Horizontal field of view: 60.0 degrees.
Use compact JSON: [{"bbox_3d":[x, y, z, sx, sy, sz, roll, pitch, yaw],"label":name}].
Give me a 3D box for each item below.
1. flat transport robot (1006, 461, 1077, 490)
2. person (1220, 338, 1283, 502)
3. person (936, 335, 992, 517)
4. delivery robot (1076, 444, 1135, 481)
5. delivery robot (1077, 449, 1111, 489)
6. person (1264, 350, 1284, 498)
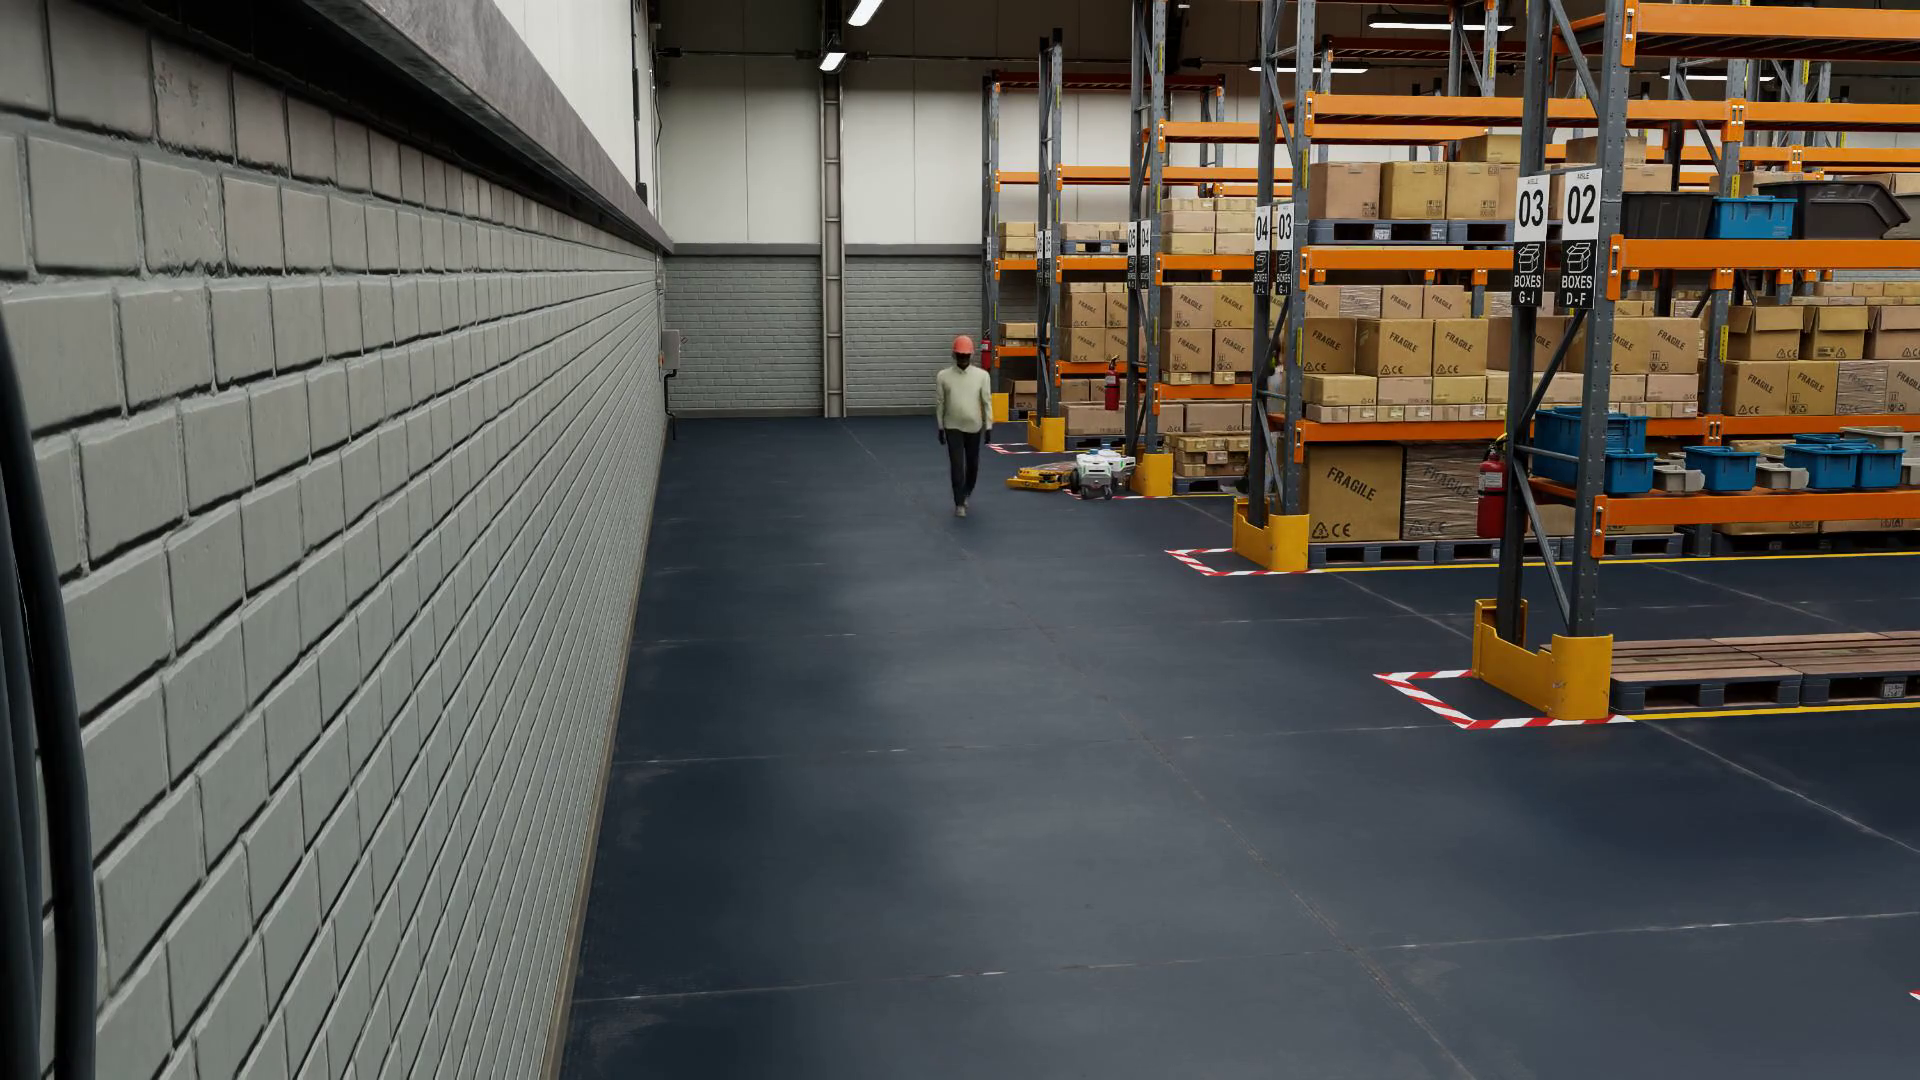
[{"bbox_3d":[1.253,-0.812,20.596,0.652,0.197,1.431,7,12,38],"label":"flat transport robot"},{"bbox_3d":[3.463,-1.358,19.008,0.937,1.876,0.619,-1,9,-6],"label":"person"},{"bbox_3d":[0.043,-1.267,18.232,0.610,1.968,0.858,0,9,-1],"label":"person"},{"bbox_3d":[1.761,-0.917,20.087,0.707,0.478,0.477,7,12,38],"label":"delivery robot"},{"bbox_3d":[1.569,-0.820,19.489,0.477,0.478,0.707,0,9,-1],"label":"delivery robot"},{"bbox_3d":[3.594,-1.248,18.584,0.879,1.825,0.571,-1,9,-9],"label":"person"}]
